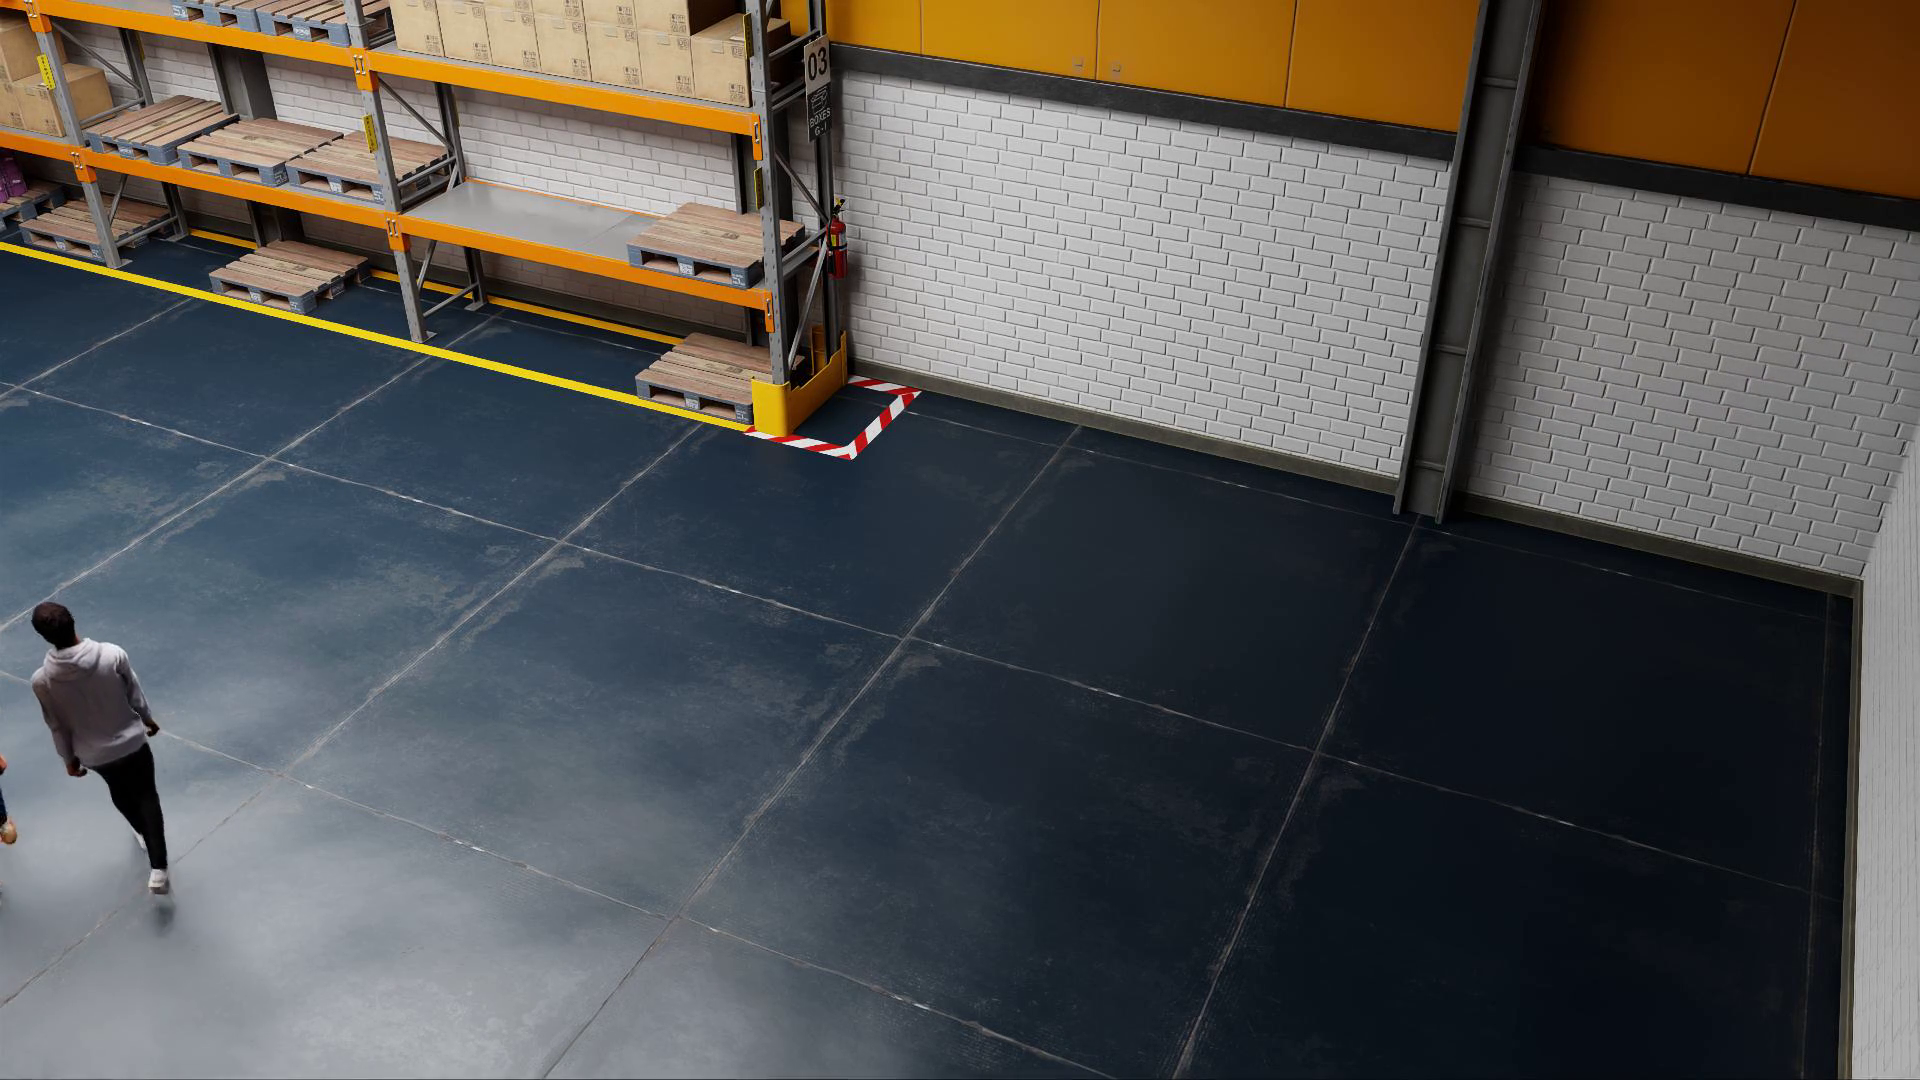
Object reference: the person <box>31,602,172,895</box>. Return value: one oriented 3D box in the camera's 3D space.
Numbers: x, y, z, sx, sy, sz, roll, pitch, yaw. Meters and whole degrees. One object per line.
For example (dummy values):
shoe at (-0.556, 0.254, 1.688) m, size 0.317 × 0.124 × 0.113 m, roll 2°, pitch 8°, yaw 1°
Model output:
person at (-4.819, 1.216, 9.471) m, size 1.155 × 1.886 × 1.299 m, roll -15°, pitch 36°, yaw -21°
